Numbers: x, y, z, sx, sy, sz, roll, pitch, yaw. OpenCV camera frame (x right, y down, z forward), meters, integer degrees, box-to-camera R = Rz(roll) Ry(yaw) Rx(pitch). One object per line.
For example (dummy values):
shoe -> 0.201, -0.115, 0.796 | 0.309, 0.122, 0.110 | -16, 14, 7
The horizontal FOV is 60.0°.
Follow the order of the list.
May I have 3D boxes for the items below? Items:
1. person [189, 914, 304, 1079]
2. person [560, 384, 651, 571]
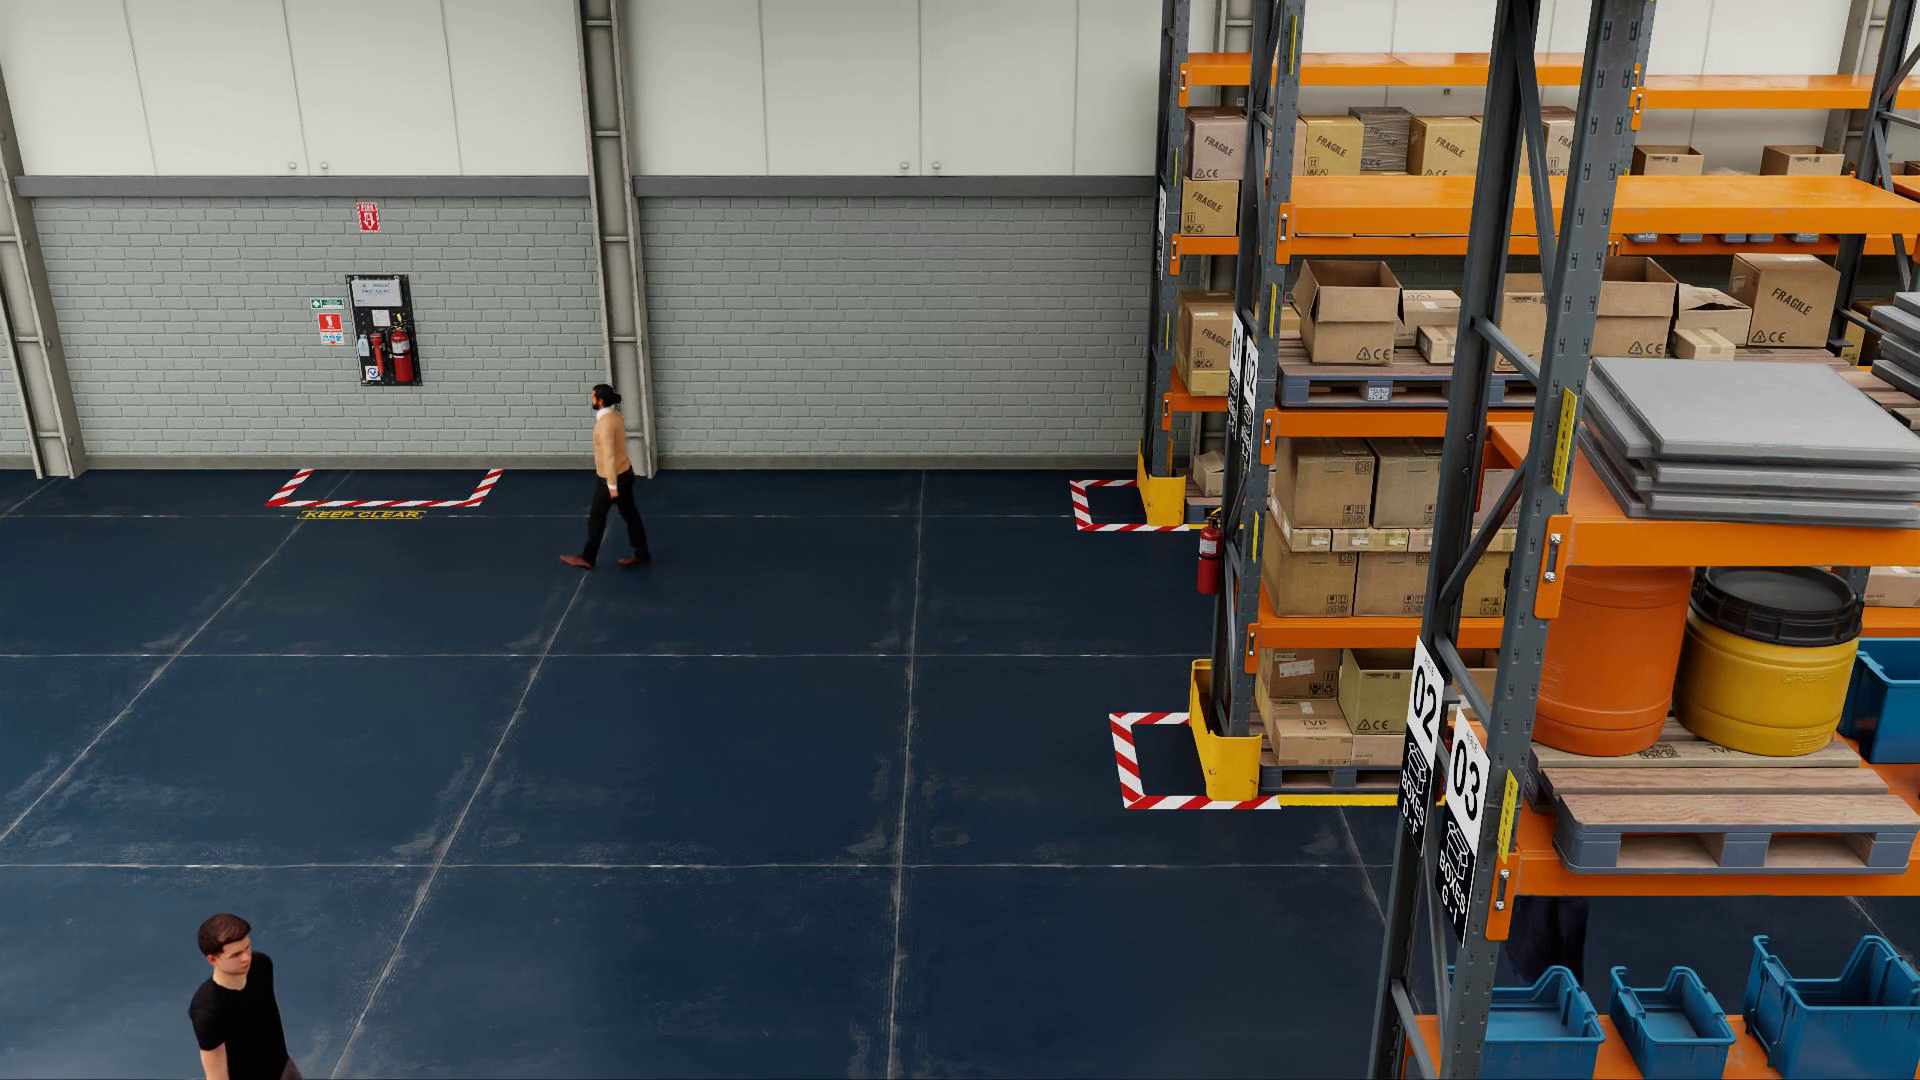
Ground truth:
person -> -3.300, 2.469, 7.588 | 1.038, 1.840, 0.861 | 7, 24, 16
person -> -3.000, -0.534, 14.798 | 1.022, 1.725, 0.724 | 1, 23, 3
